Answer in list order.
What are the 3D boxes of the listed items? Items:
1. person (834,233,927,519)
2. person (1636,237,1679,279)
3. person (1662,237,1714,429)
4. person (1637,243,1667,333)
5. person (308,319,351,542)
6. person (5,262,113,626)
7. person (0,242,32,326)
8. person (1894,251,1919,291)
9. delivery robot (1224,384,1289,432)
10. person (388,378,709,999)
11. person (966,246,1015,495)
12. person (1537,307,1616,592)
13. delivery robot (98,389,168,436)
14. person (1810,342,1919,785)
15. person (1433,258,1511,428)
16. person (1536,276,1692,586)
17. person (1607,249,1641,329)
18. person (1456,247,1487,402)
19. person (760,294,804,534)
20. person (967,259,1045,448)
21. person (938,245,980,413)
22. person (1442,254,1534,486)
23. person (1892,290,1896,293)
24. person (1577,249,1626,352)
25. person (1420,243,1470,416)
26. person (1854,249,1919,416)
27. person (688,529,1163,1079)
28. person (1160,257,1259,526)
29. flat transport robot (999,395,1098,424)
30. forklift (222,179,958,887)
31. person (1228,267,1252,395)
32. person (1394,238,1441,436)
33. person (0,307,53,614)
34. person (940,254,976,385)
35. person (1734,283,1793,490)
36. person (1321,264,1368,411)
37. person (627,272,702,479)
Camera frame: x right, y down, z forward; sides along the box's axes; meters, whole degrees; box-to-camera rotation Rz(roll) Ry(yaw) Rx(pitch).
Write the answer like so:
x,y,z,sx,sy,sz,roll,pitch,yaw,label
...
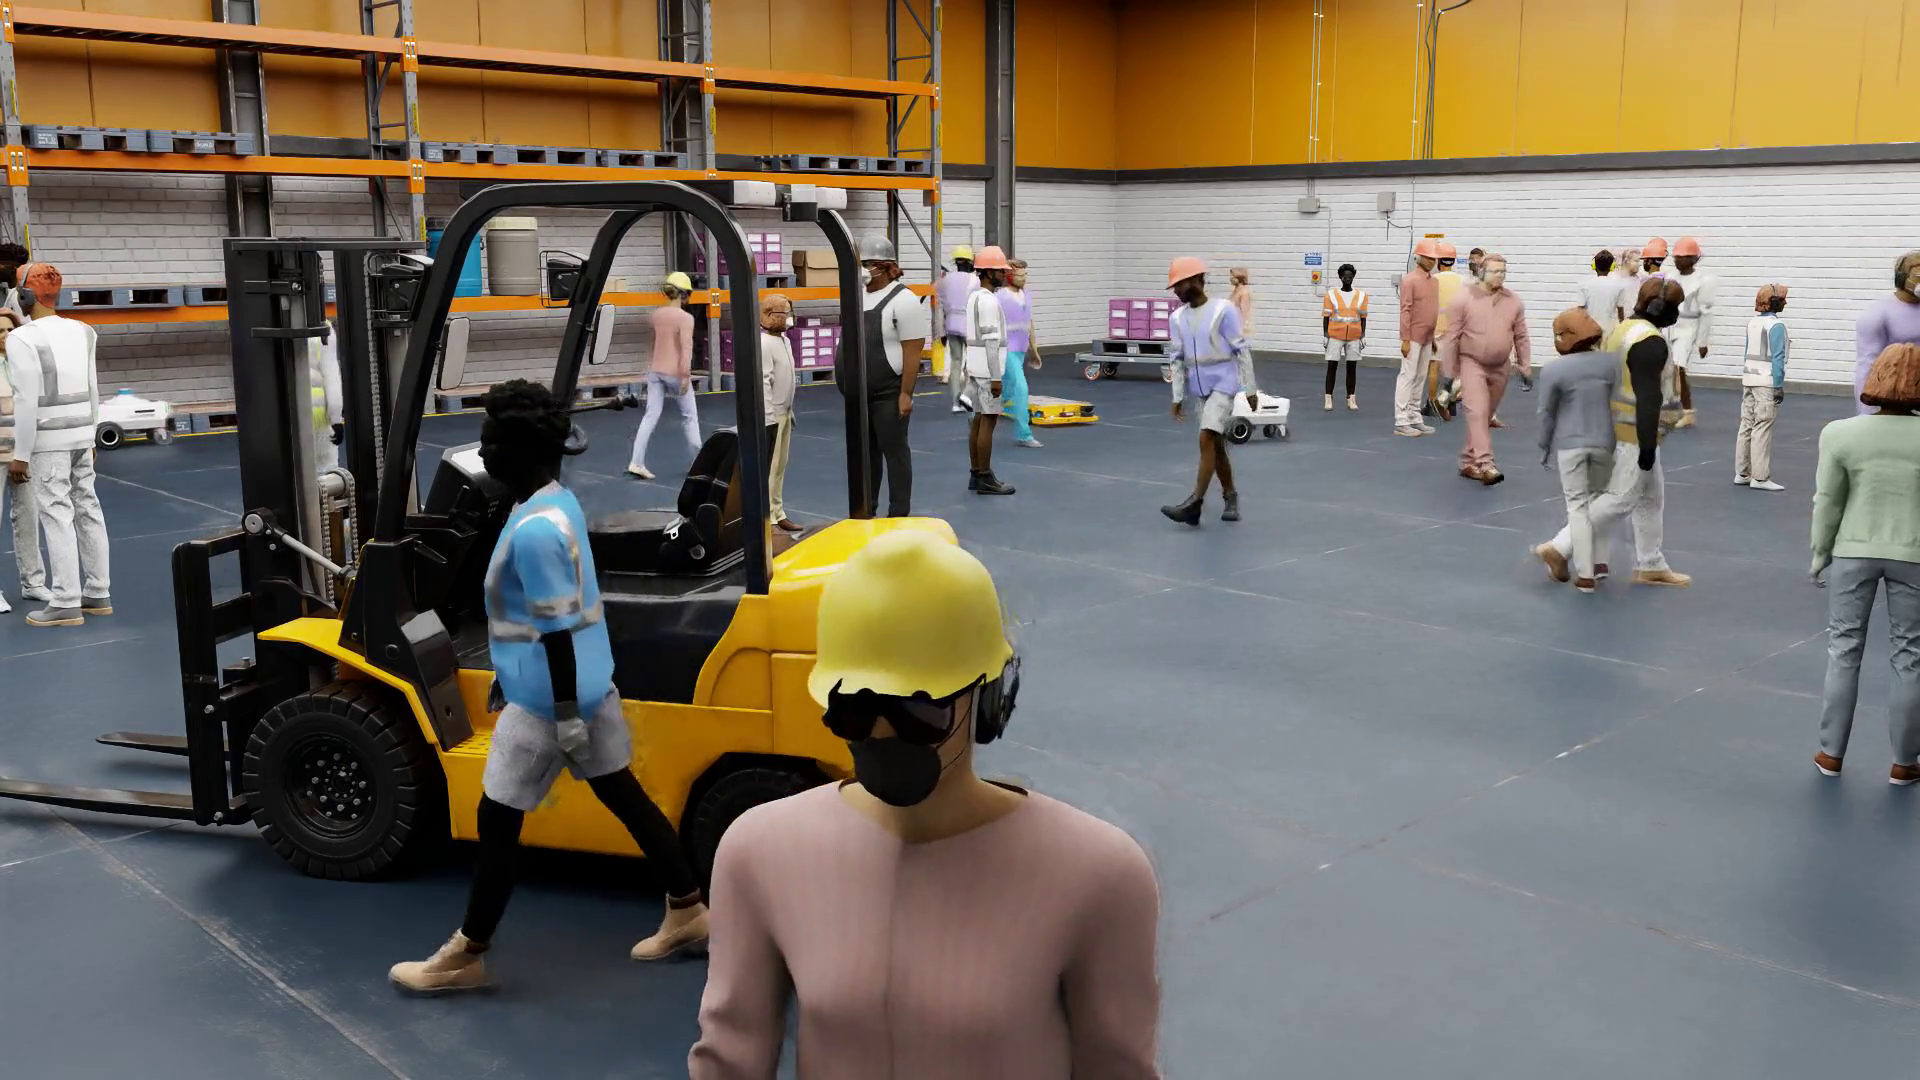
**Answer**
x,y,z,sx,sy,sz,roll,pitch,yaw,label
-0.581,-1.029,11.156,0.536,2.000,0.673,-9,14,-41,person
8.430,-2.672,20.239,0.612,1.995,0.393,-1,10,-7,person
7.388,-2.109,17.180,0.908,2.001,0.616,-4,11,-21,person
7.678,-2.333,18.547,0.552,1.935,0.370,-9,13,-39,person
-4.171,-0.780,10.500,0.635,1.777,0.999,0,10,-2,person
-4.706,-0.492,8.658,0.356,1.883,0.572,2,11,10,person
-7.621,-1.436,13.576,0.373,1.966,0.607,-5,12,-26,person
8.253,-1.561,14.443,0.940,1.897,0.640,-5,12,-26,person
2.872,-1.290,16.375,0.707,0.478,0.477,-3,11,-16,delivery robot
-1.070,0.391,4.451,0.876,1.654,0.530,-1,10,-5,person
0.232,-1.324,13.046,0.354,1.939,0.544,-2,11,-13,person
3.560,-0.520,9.534,0.543,1.608,0.507,0,10,0,person
-7.987,-1.208,15.929,0.707,0.478,0.477,-9,14,-41,delivery robot
3.421,0.090,6.163,0.498,1.634,0.278,6,12,31,person
5.476,-2.110,17.664,0.539,1.835,0.820,-10,14,-44,person
3.796,-0.608,9.536,0.827,1.804,0.639,2,11,12,person
8.015,-2.545,19.914,0.648,1.848,0.992,-7,13,-35,person
6.165,-2.565,19.988,0.328,1.876,0.513,-6,12,-31,person
-1.227,-0.835,11.207,0.279,1.633,0.506,2,11,11,person
0.426,-1.800,16.012,0.889,1.805,0.575,6,12,31,person
0.033,-2.394,18.936,0.602,1.909,0.427,5,11,25,person
4.310,-1.366,13.453,0.672,1.859,0.964,-2,11,-11,person
7.866,-1.393,13.623,0.686,1.867,0.621,-6,12,-29,person
6.819,-2.158,17.777,0.535,1.869,0.314,2,11,13,person
5.409,-2.349,18.633,0.545,1.939,0.354,-1,10,-5,person
5.739,-0.803,10.210,0.636,1.937,0.351,-4,11,-20,person
-0.045,0.824,1.952,0.541,1.715,0.925,3,11,16,person
1.706,-1.035,11.660,0.823,1.868,0.620,-8,13,-39,person
0.847,-1.435,18.199,0.652,0.197,1.431,-6,12,-28,flat transport robot
-1.114,-0.058,5.440,2.313,2.155,1.214,2,11,13,forklift
3.373,-2.563,20.631,0.560,1.620,0.540,-2,11,-10,person
4.668,-2.049,16.863,0.612,1.987,0.399,-10,14,-44,person
-5.163,-0.438,9.026,0.315,1.640,0.514,5,12,27,person
-0.007,-3.009,22.618,0.446,1.803,0.775,5,11,24,person
6.424,-1.222,13.299,0.309,1.641,0.512,0,10,-2,person
4.446,-2.340,19.245,0.535,1.697,0.318,0,10,1,person
-2.438,-1.371,13.905,0.530,1.717,0.882,7,13,34,person
